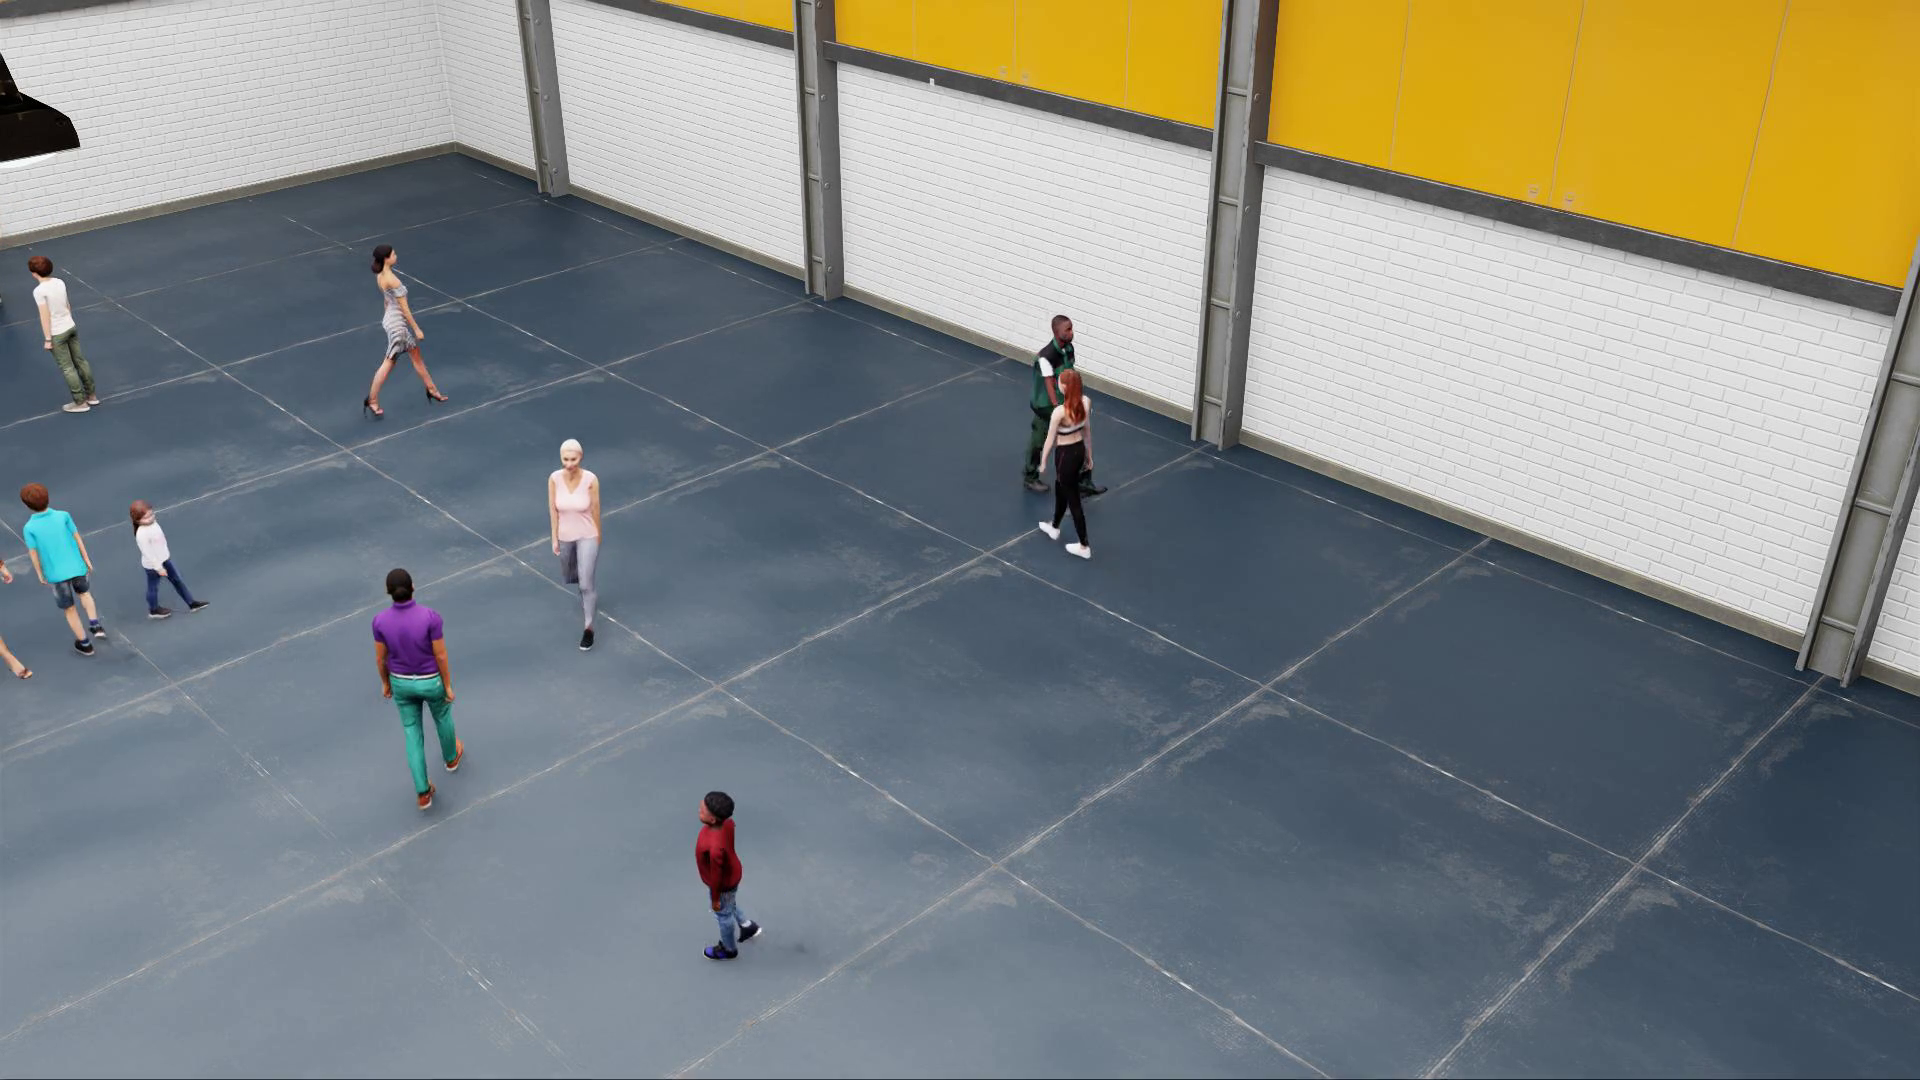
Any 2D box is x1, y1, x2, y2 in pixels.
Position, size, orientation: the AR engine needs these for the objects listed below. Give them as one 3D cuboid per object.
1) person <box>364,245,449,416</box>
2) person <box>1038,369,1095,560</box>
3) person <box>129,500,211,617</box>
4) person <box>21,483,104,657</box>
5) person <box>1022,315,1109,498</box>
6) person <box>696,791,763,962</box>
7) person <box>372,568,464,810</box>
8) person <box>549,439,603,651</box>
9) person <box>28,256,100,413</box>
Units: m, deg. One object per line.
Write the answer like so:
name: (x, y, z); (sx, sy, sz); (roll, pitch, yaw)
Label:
person: (-5.813, -2.079, 16.899); (0.873, 1.772, 1.093); (-15, 32, -25)
person: (1.016, -0.625, 14.286); (0.619, 1.723, 0.906); (-23, 36, -36)
person: (-6.589, 0.162, 13.506); (0.778, 1.087, 0.707); (-1, 29, -1)
person: (-6.976, 0.243, 13.005); (0.603, 1.426, 0.534); (25, 38, 38)
person: (0.767, -1.223, 15.302); (1.131, 1.799, 0.768); (20, 34, 32)
person: (-1.364, 2.008, 9.954); (0.708, 1.249, 0.649); (2, 29, 3)
person: (-3.683, 1.022, 11.247); (1.006, 1.740, 1.122); (-4, 29, -6)
person: (-3.039, -0.042, 13.234); (1.011, 1.706, 1.029); (1, 29, 2)
person: (-9.249, -2.128, 17.113); (0.691, 1.653, 0.666); (6, 29, 11)
